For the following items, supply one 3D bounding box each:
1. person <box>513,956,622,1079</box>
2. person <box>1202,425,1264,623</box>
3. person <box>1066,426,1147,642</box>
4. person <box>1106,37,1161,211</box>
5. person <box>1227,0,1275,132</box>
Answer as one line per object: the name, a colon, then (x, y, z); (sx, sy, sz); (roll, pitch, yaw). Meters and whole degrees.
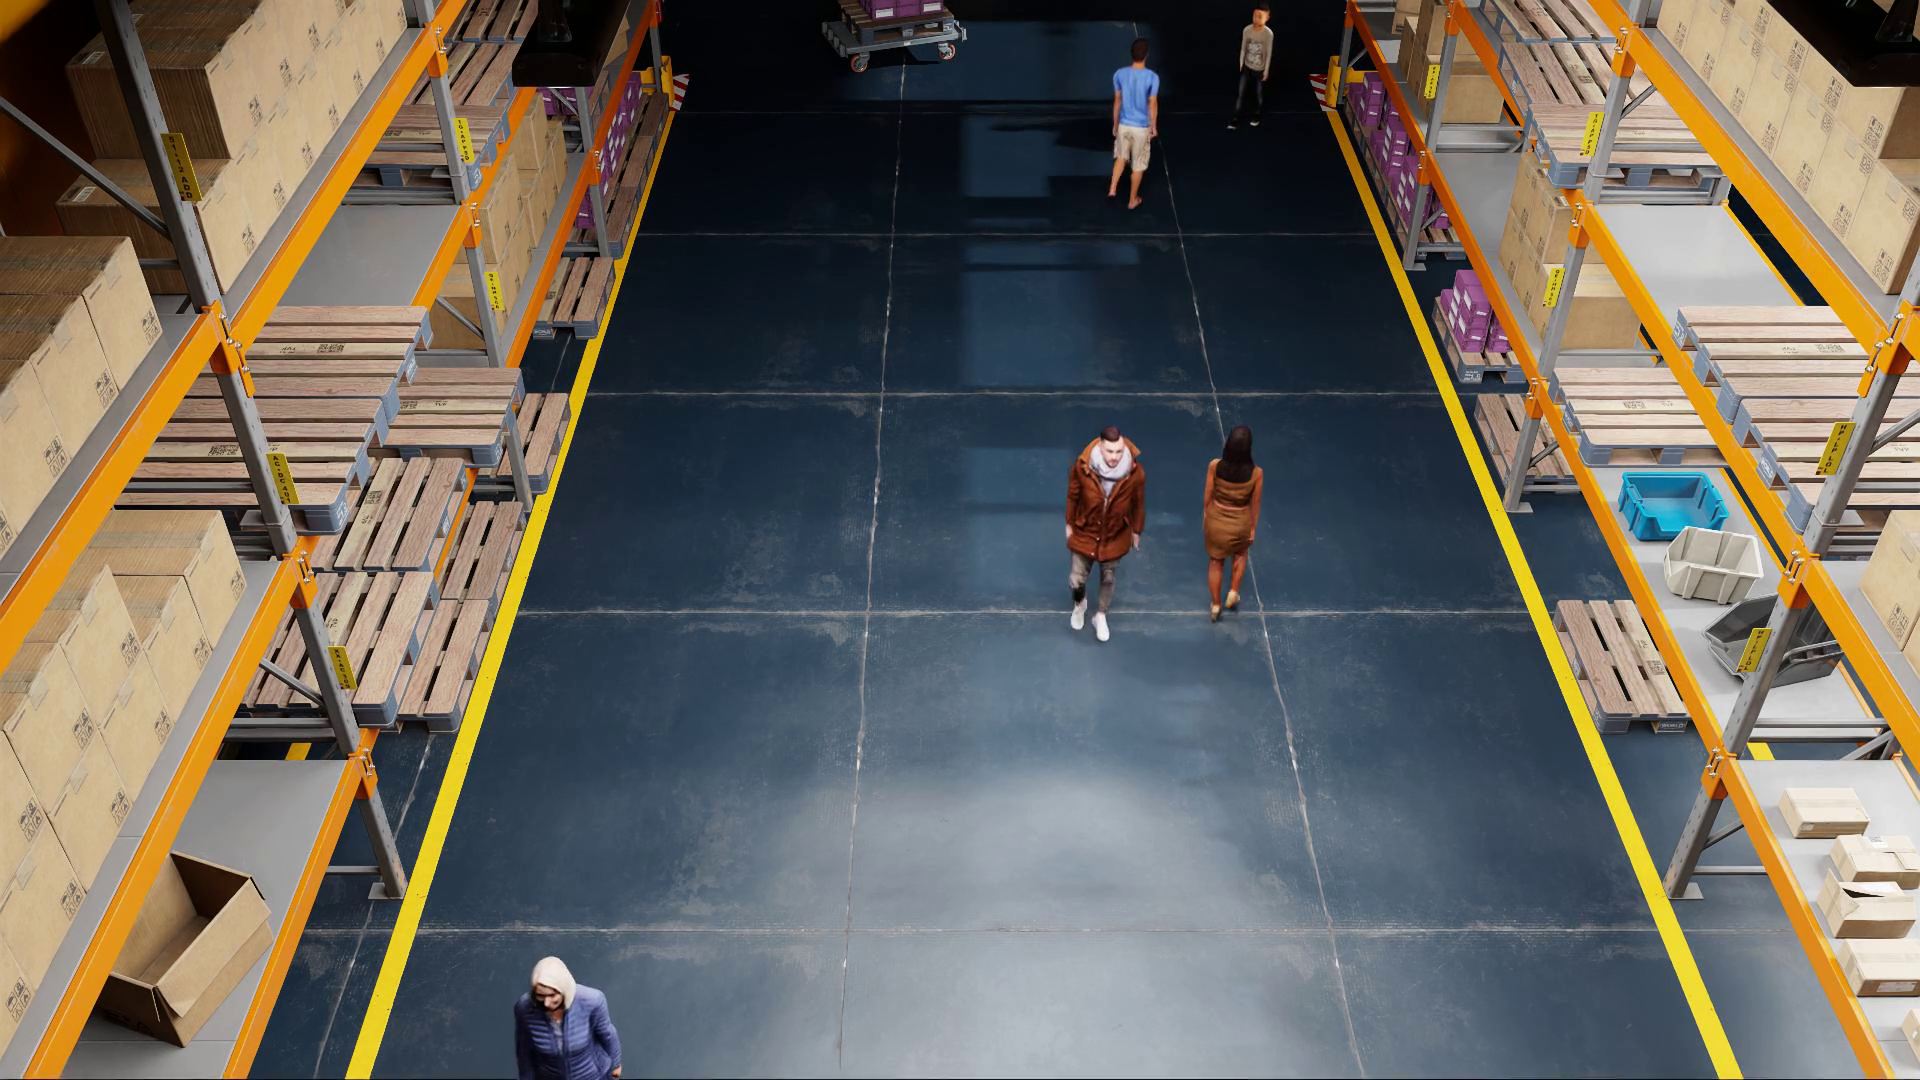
person: (-1.999, 2.666, 8.631); (0.669, 1.731, 0.648); (-1, 39, -2)
person: (1.940, -0.062, 12.089); (0.607, 1.678, 0.643); (7, 39, 9)
person: (1.009, -0.096, 12.012); (0.706, 1.828, 0.656); (0, 39, 0)
person: (1.778, -4.243, 17.187); (0.822, 1.850, 0.919); (17, 42, 20)
person: (3.407, -5.407, 18.976); (0.802, 1.435, 1.020); (16, 41, 19)
